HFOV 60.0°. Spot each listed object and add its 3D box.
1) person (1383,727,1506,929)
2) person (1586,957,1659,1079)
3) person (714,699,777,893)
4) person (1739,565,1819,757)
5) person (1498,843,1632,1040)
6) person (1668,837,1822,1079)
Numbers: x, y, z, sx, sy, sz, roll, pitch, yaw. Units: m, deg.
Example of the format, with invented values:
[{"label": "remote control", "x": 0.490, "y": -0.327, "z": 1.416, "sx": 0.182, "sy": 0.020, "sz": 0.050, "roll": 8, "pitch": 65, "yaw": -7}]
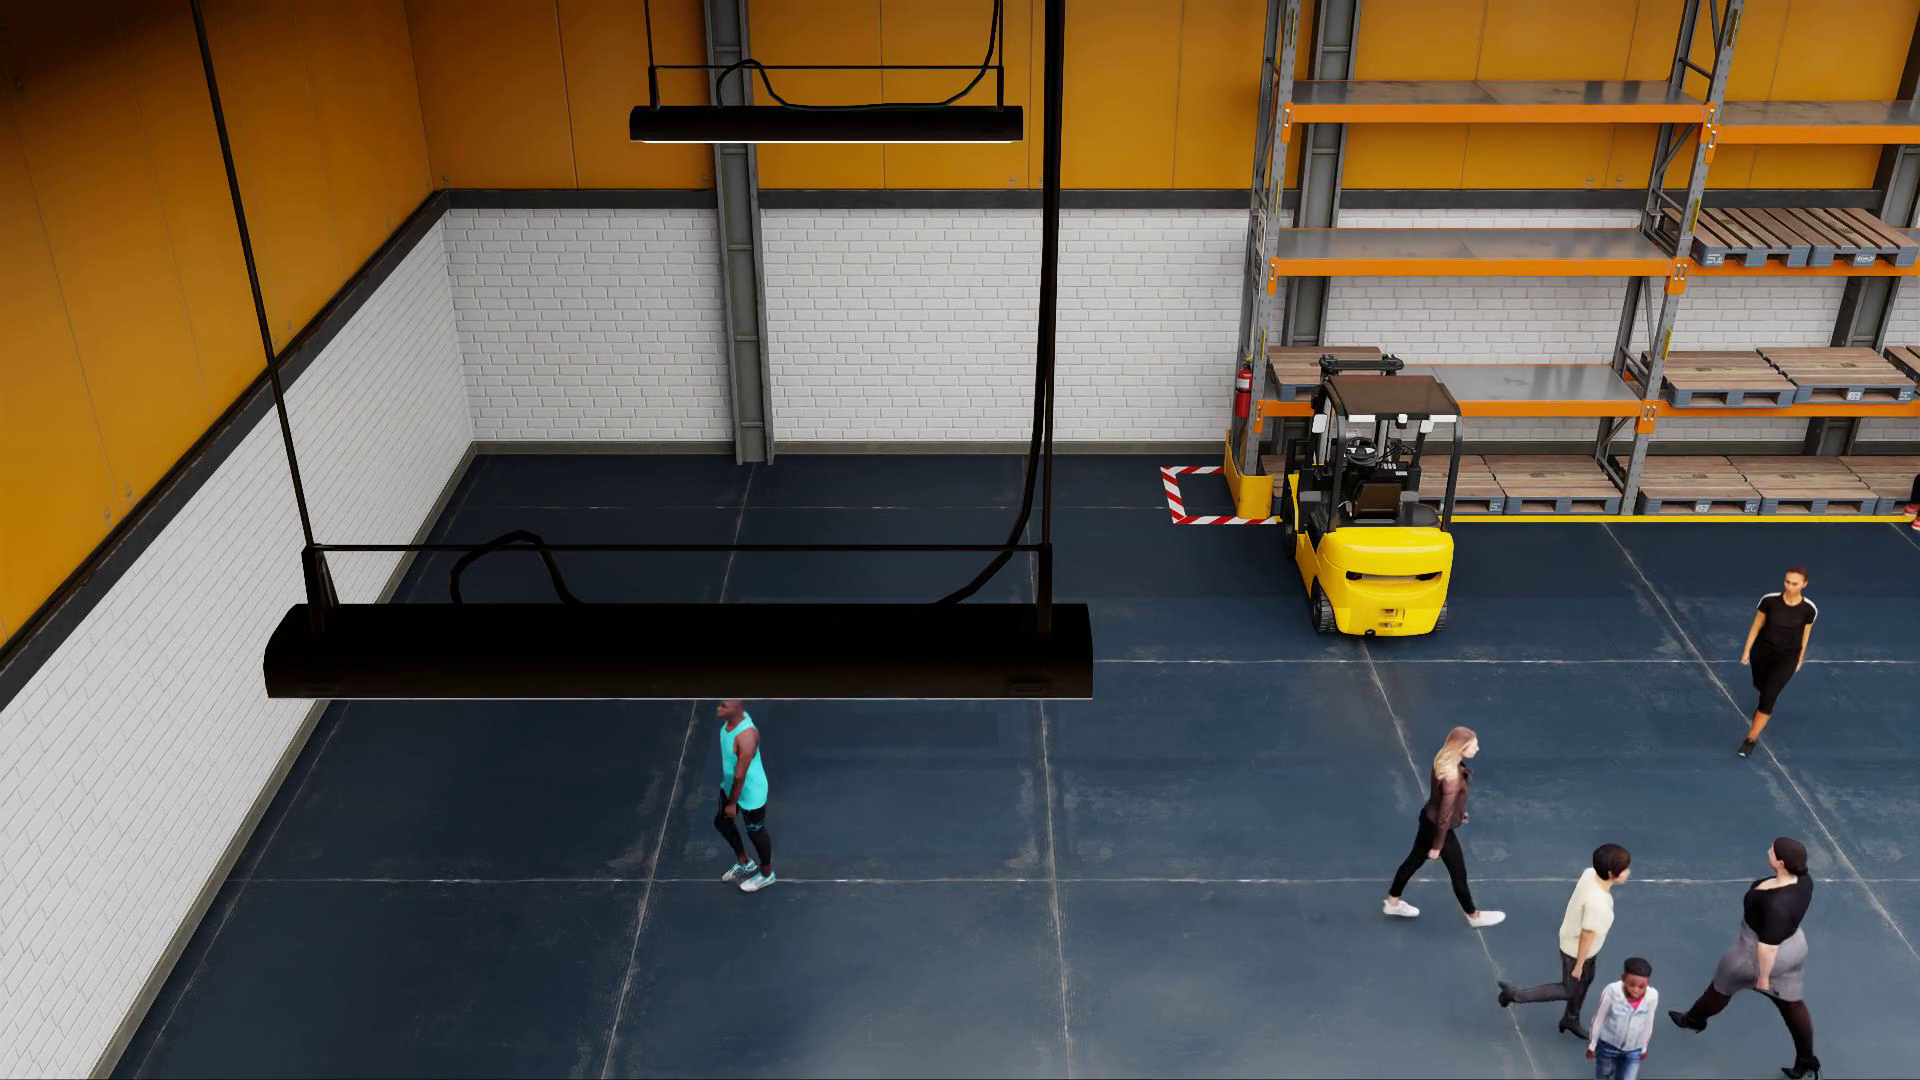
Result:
[{"label": "person", "x": 3.248, "y": 2.001, "z": 11.585, "sx": 1.058, "sy": 1.665, "sz": 0.663, "roll": 2, "pitch": 29, "yaw": 5}, {"label": "person", "x": 4.047, "y": 3.009, "z": 10.170, "sx": 0.573, "sy": 1.250, "sz": 0.648, "roll": 10, "pitch": 30, "yaw": 18}, {"label": "person", "x": -1.438, "y": 1.767, "z": 11.875, "sx": 0.763, "sy": 1.798, "sz": 0.730, "roll": -13, "pitch": 31, "yaw": -23}, {"label": "person", "x": 6.692, "y": 0.913, "z": 13.616, "sx": 1.117, "sy": 1.630, "sz": 1.086, "roll": 20, "pitch": 35, "yaw": 33}, {"label": "person", "x": 3.885, "y": 2.580, "z": 10.633, "sx": 0.954, "sy": 1.560, "sz": 0.754, "roll": 6, "pitch": 29, "yaw": 11}, {"label": "person", "x": 5.140, "y": 2.652, "z": 10.352, "sx": 1.162, "sy": 1.703, "sz": 1.161, "roll": -24, "pitch": 36, "yaw": -36}]
